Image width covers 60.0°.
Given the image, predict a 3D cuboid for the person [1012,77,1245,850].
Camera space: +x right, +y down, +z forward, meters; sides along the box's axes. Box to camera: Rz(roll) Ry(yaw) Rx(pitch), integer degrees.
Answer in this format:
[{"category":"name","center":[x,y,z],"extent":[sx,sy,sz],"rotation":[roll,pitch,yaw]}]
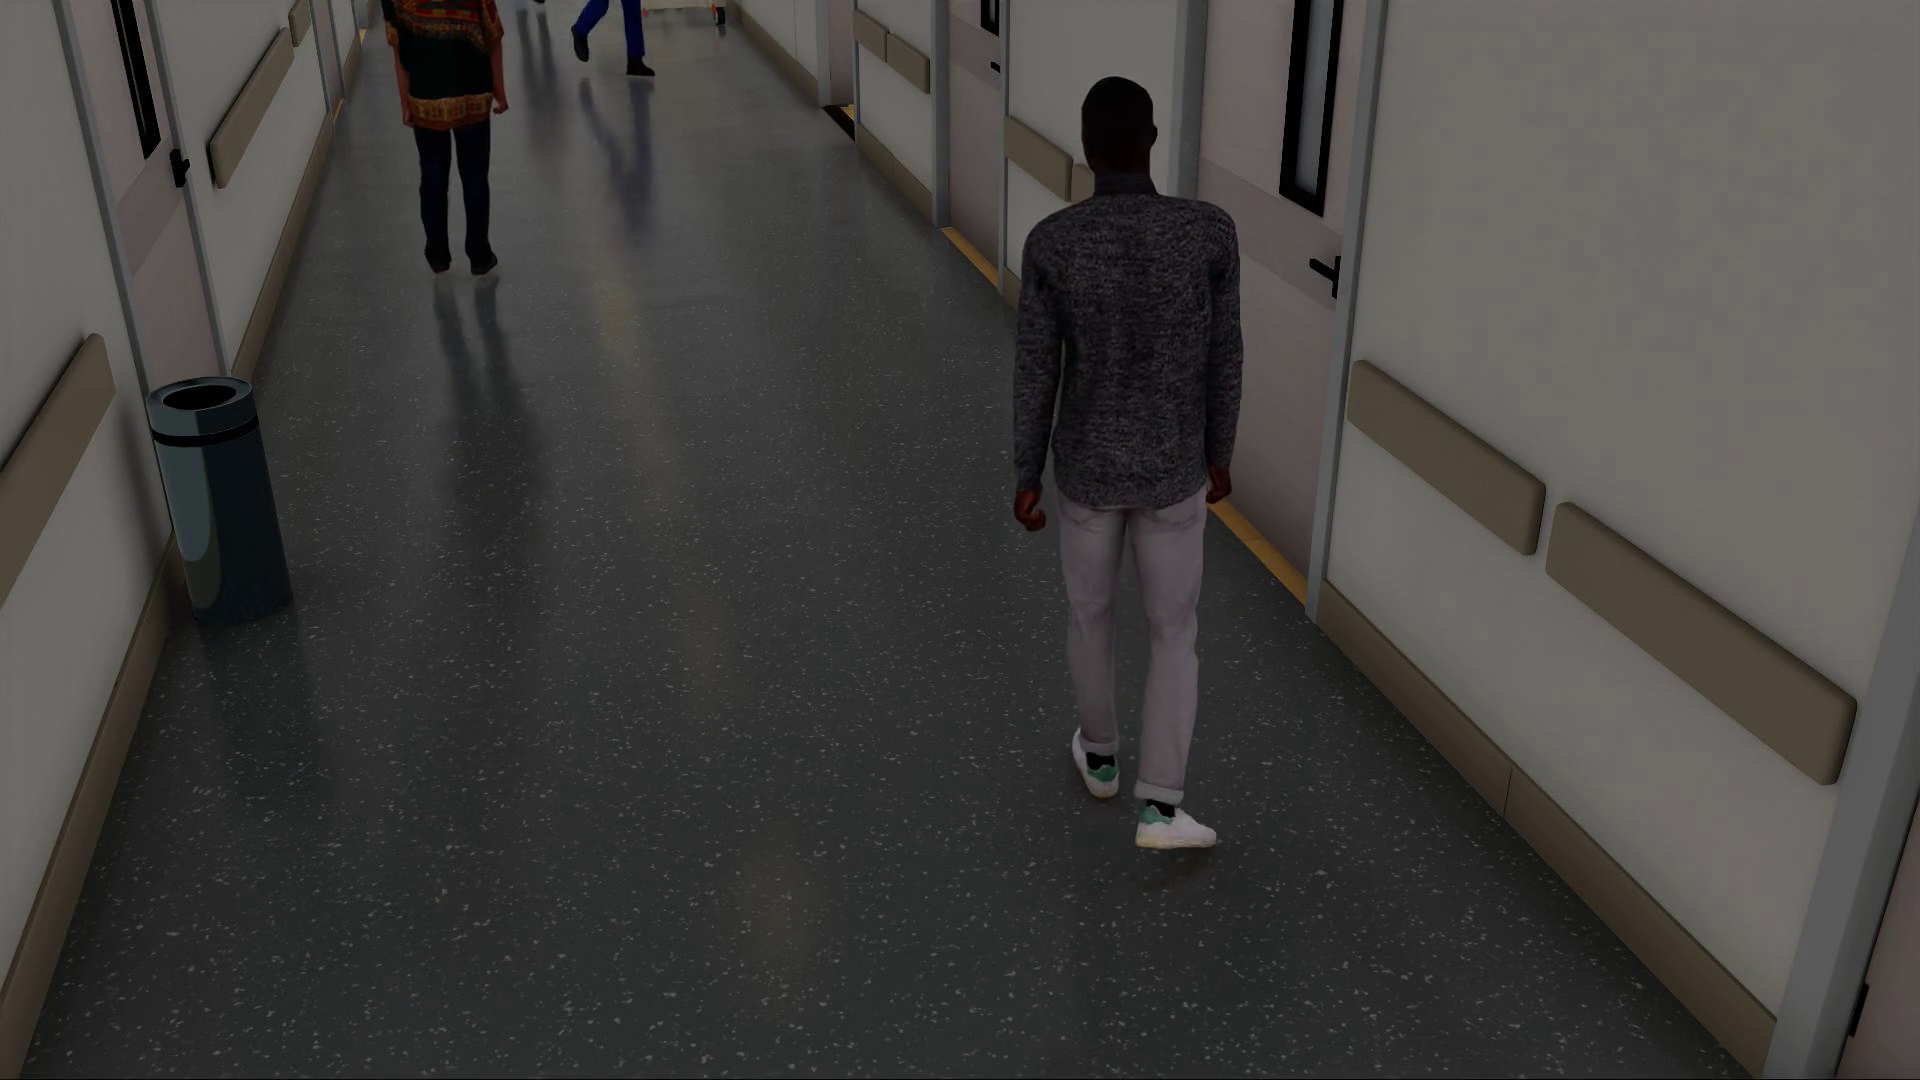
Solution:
[{"category":"person","center":[0.410,-0.121,3.908],"extent":[0.928,1.808,0.911],"rotation":[2,26,5]}]

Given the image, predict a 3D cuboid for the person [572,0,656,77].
[{"category":"person","center":[-2.840,-4.651,13.283],"extent":[1.195,1.825,1.055],"rotation":[-23,34,-39]}]

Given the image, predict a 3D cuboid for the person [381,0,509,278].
[{"category":"person","center":[-2.469,-2.154,8.084],"extent":[0.654,1.802,0.775],"rotation":[-5,26,-10]}]
